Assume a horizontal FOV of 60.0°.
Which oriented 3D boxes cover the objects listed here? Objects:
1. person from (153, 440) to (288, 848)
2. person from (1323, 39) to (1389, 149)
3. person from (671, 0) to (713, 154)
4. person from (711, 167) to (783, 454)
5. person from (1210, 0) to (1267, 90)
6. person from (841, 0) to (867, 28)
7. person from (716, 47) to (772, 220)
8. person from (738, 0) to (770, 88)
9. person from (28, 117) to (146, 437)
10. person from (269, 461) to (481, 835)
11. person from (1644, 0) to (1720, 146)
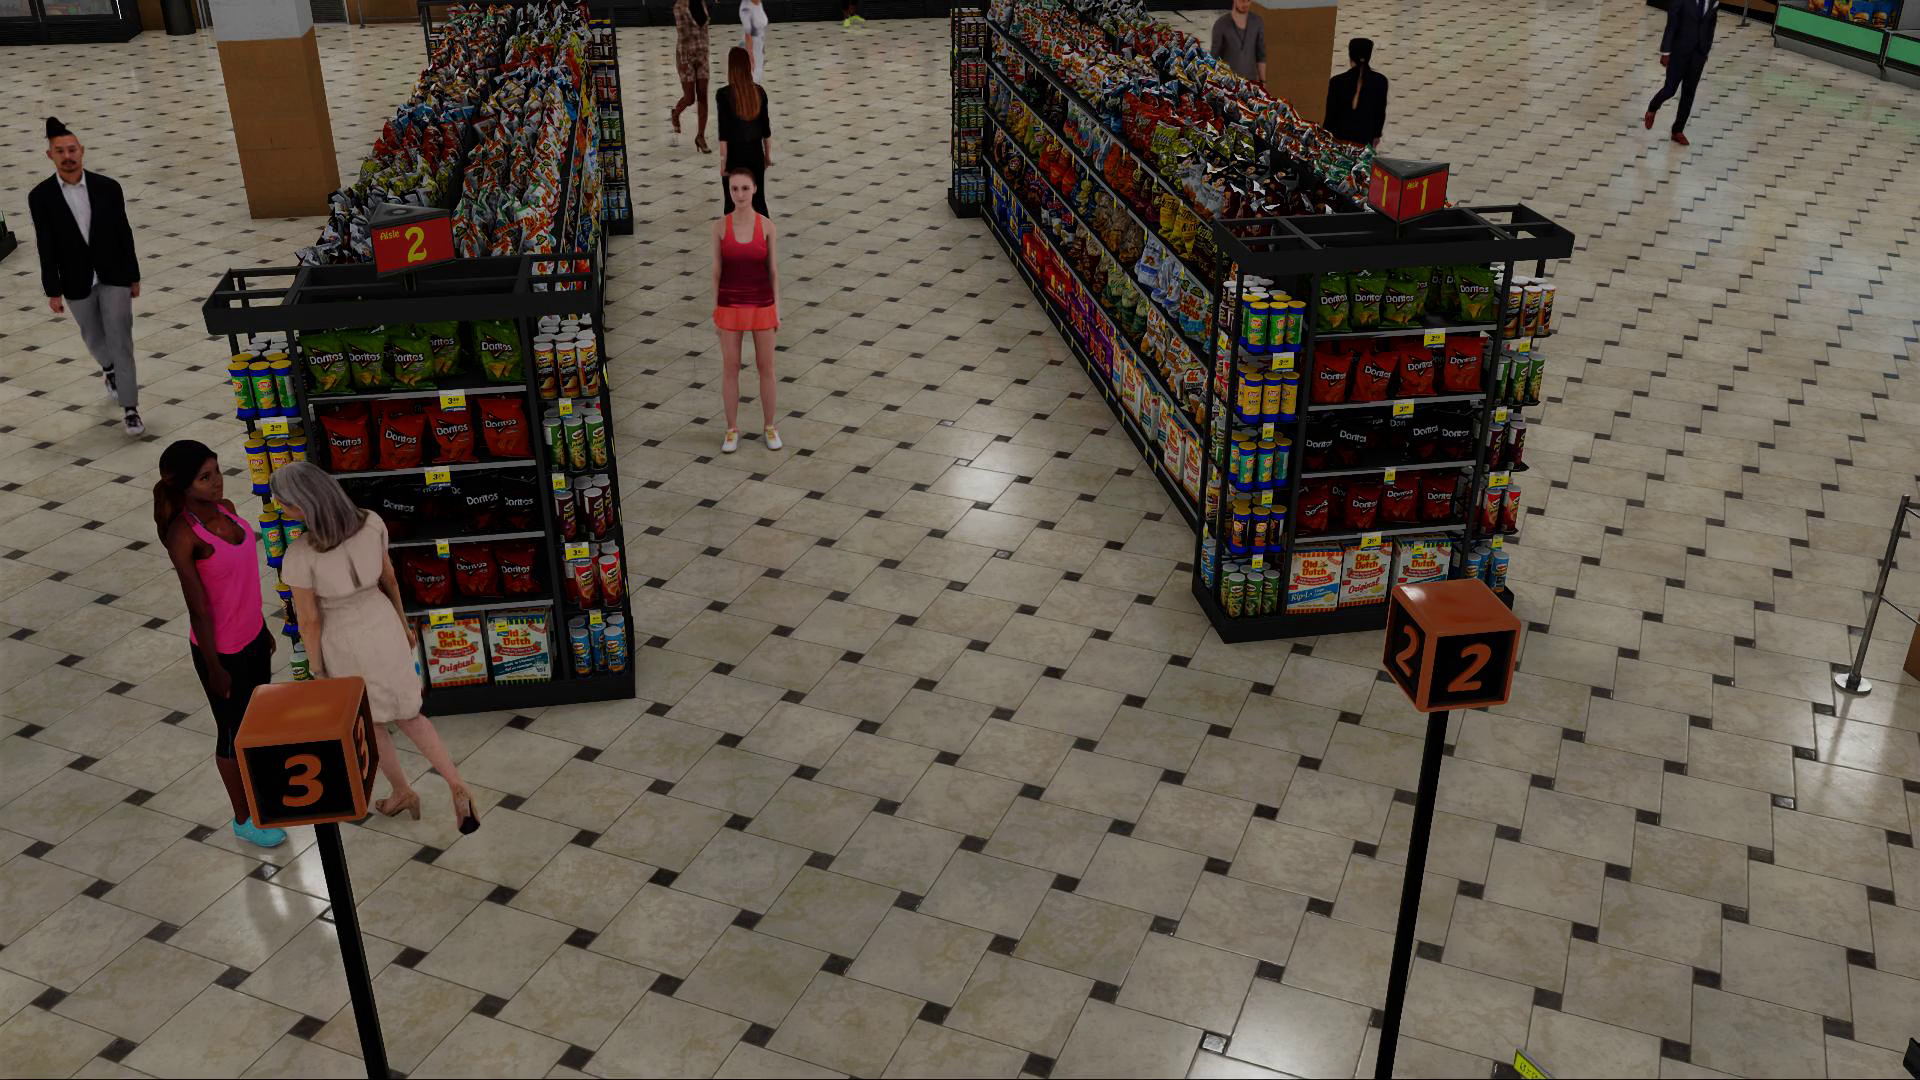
[{"bbox_3d":[-2.882,0.397,6.556,0.691,1.724,0.584,4,27,8],"label":"person"},{"bbox_3d":[3.303,-3.362,14.026,0.699,1.671,0.625,-3,27,-6],"label":"person"},{"bbox_3d":[-2.747,-4.807,16.776,0.870,1.761,0.989,-23,35,-38],"label":"person"},{"bbox_3d":[-1.285,-1.394,10.054,0.571,1.754,0.552,-3,27,-6],"label":"person"},{"bbox_3d":[2.580,-4.297,15.643,0.740,1.877,0.844,-6,27,-11],"label":"person"},{"bbox_3d":[-1.567,-8.023,23.158,0.882,1.725,0.863,-24,36,-39],"label":"person"},{"bbox_3d":[-1.711,-3.068,13.432,0.801,1.684,1.028,-13,29,-23],"label":"person"},{"bbox_3d":[-2.160,-5.005,17.192,0.720,1.738,0.624,5,27,10],"label":"person"},{"bbox_3d":[-5.439,-1.664,10.408,0.956,1.915,1.313,-13,30,-23],"label":"person"},{"bbox_3d":[-2.244,0.496,6.388,1.076,1.700,0.987,23,35,38],"label":"person"},{"bbox_3d":[7.487,-5.053,17.218,0.710,1.801,0.854,-3,27,-6],"label":"person"}]
